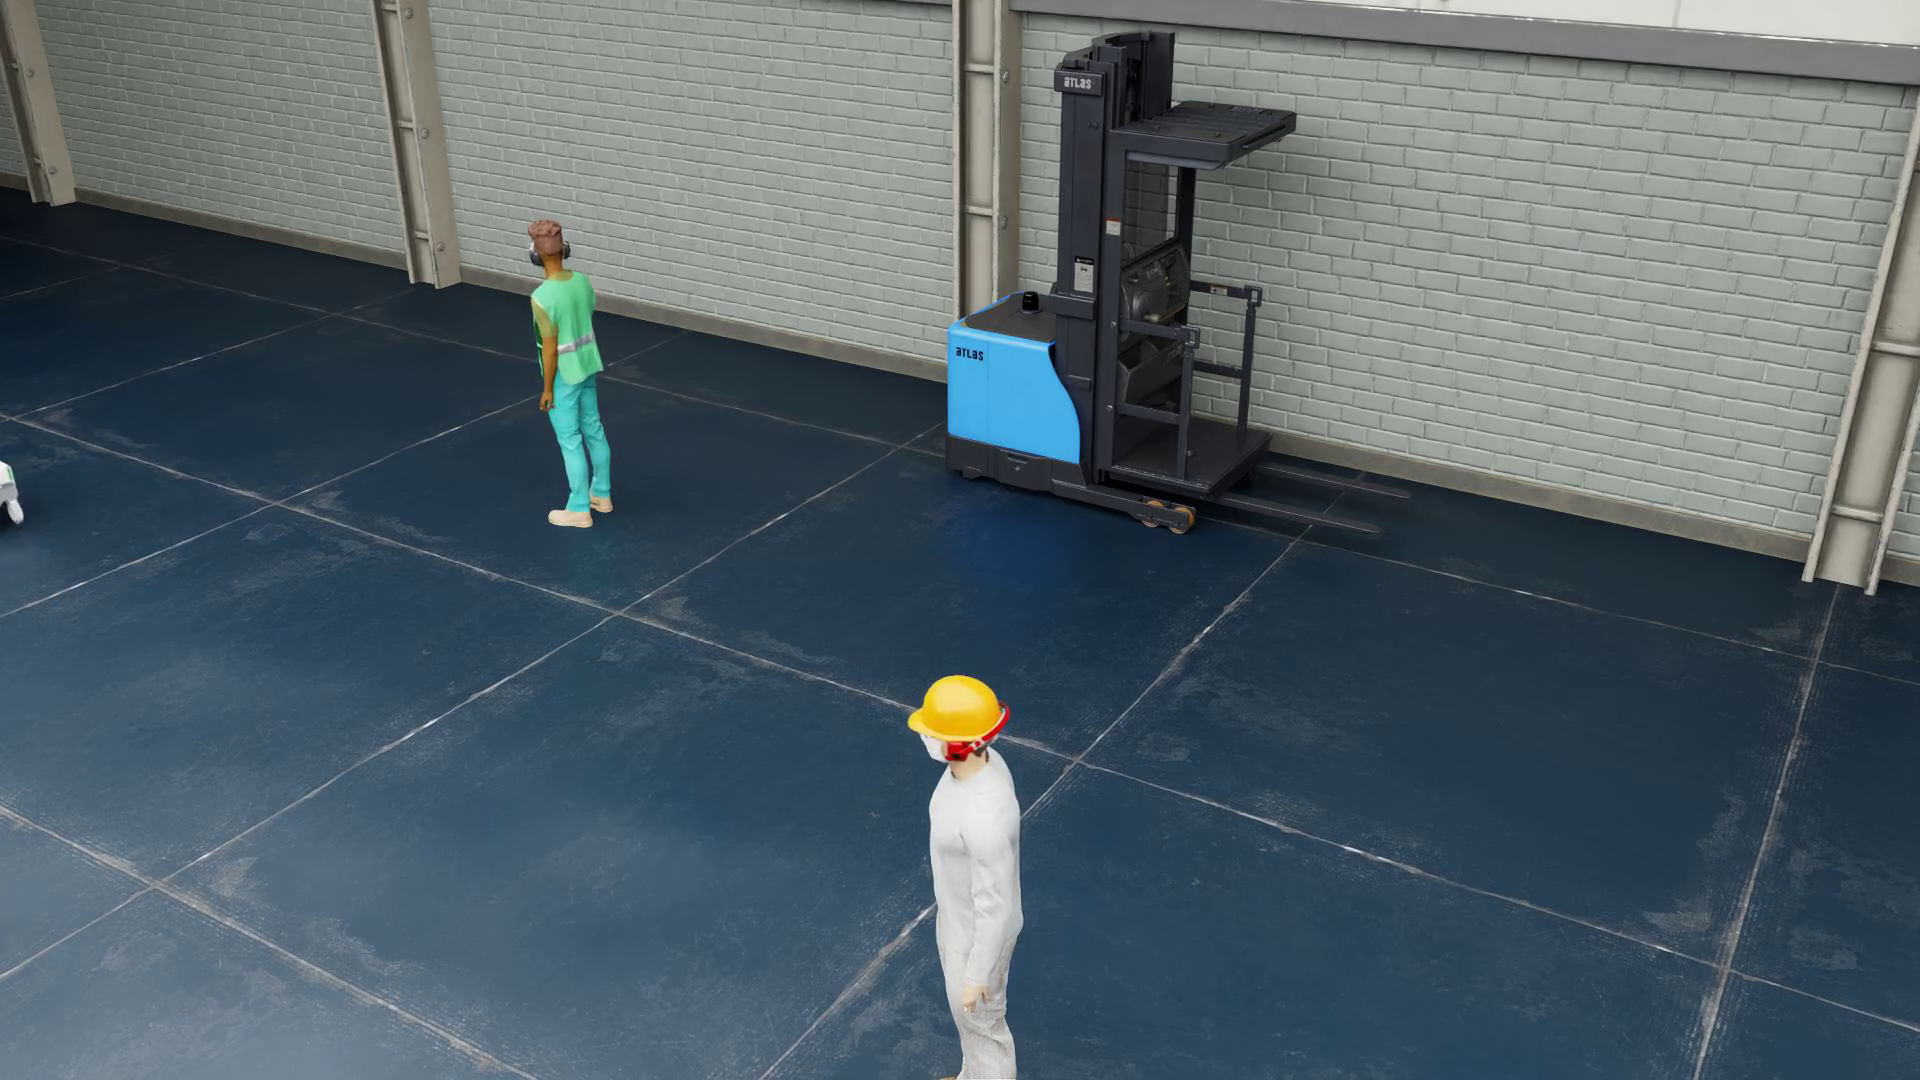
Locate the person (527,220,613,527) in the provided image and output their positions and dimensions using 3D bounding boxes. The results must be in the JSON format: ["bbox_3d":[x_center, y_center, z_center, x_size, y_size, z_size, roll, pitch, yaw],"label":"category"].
[{"bbox_3d":[-2.453,-1.028,10.438,0.411,1.978,0.483,12,28,23],"label":"person"}]

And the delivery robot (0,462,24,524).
[{"bbox_3d":[-6.416,-0.372,10.729,0.814,0.611,0.499,18,31,33],"label":"delivery robot"}]

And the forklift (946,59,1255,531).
[{"bbox_3d":[0.933,-1.707,10.833,1.873,2.768,1.129,15,29,28],"label":"forklift"}]

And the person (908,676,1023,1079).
[{"bbox_3d":[0.023,1.292,5.626,0.373,1.893,0.582,-3,25,-7],"label":"person"}]
